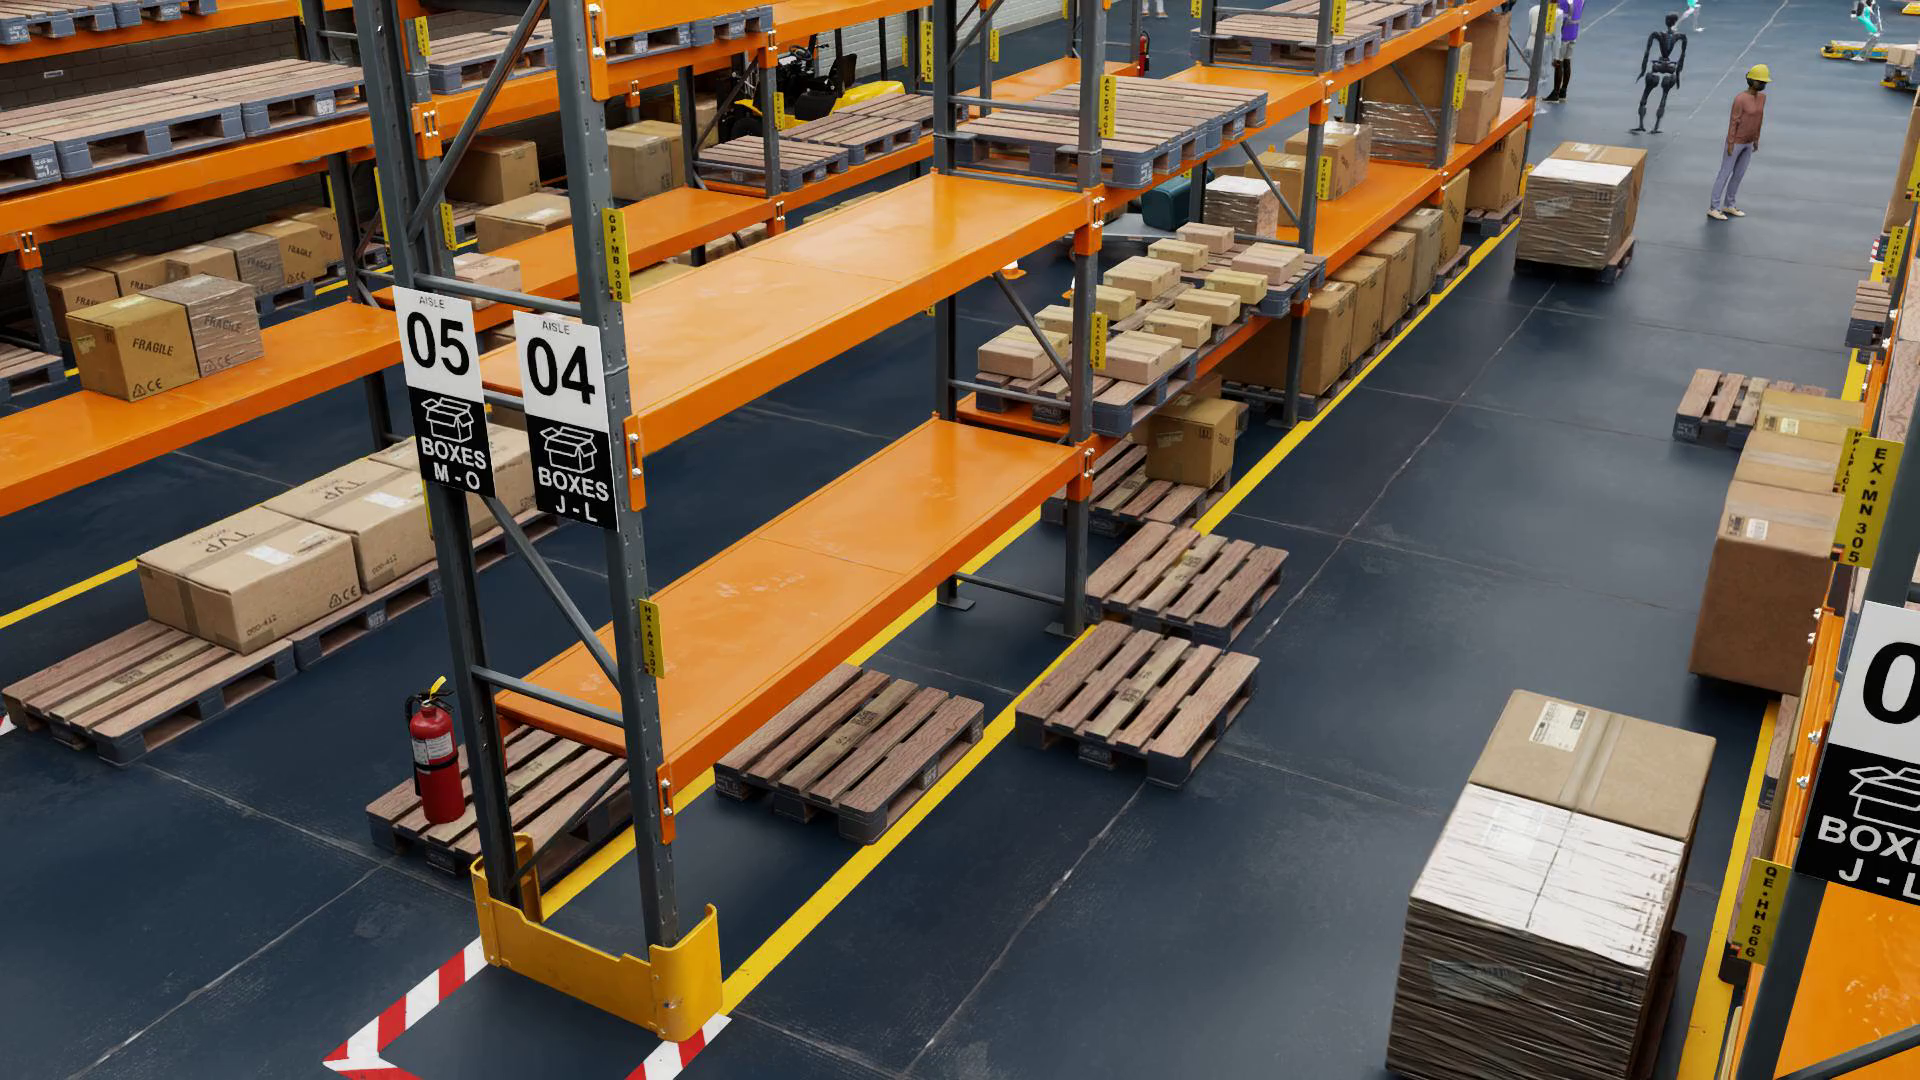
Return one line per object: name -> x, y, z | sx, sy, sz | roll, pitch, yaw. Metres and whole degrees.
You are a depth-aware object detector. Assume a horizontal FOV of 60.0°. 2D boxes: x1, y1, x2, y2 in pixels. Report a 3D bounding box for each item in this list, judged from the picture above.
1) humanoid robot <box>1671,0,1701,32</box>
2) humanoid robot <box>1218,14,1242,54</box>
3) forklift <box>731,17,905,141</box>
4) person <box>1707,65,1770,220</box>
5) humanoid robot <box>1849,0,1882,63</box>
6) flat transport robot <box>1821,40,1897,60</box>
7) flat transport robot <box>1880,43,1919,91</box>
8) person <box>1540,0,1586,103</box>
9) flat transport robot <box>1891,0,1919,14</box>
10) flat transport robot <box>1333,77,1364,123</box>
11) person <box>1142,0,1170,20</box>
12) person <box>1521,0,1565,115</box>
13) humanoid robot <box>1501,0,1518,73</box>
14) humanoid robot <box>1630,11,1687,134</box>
humanoid robot -> 13.985, -10.504, 31.561 | 0.811, 1.833, 0.566 | 18, 31, 32
humanoid robot -> 3.675, -6.565, 23.410 | 0.601, 1.624, 0.774 | 16, 30, 29
forklift -> -1.819, -5.975, 21.543 | 2.313, 2.155, 1.214 | 14, 29, 26
person -> 9.011, -4.573, 19.130 | 0.518, 1.758, 0.341 | -14, 29, -27
humanoid robot -> 15.558, -8.980, 28.407 | 0.533, 1.871, 0.720 | -15, 29, -28
flat transport robot -> 15.885, -8.552, 29.113 | 1.431, 0.231, 0.659 | 10, 27, 20
flat transport robot -> 15.429, -7.183, 26.268 | 0.659, 0.231, 1.431 | -11, 28, -22
person -> 9.191, -7.660, 25.312 | 0.601, 1.958, 0.368 | -23, 34, -39
flat transport robot -> 19.788, -10.939, 34.071 | 0.659, 0.231, 1.431 | 17, 31, 32
flat transport robot -> 6.072, -5.923, 23.650 | 1.431, 0.231, 0.659 | 11, 28, 22
person -> 3.863, -11.334, 33.006 | 0.844, 1.913, 0.559 | 17, 31, 32
person -> 8.467, -7.135, 24.303 | 0.699, 1.891, 0.629 | -14, 29, -27
humanoid robot -> 8.964, -8.501, 27.413 | 0.676, 1.635, 0.609 | 7, 27, 15
humanoid robot -> 9.822, -6.543, 23.309 | 0.602, 1.644, 0.382 | 4, 26, 8
